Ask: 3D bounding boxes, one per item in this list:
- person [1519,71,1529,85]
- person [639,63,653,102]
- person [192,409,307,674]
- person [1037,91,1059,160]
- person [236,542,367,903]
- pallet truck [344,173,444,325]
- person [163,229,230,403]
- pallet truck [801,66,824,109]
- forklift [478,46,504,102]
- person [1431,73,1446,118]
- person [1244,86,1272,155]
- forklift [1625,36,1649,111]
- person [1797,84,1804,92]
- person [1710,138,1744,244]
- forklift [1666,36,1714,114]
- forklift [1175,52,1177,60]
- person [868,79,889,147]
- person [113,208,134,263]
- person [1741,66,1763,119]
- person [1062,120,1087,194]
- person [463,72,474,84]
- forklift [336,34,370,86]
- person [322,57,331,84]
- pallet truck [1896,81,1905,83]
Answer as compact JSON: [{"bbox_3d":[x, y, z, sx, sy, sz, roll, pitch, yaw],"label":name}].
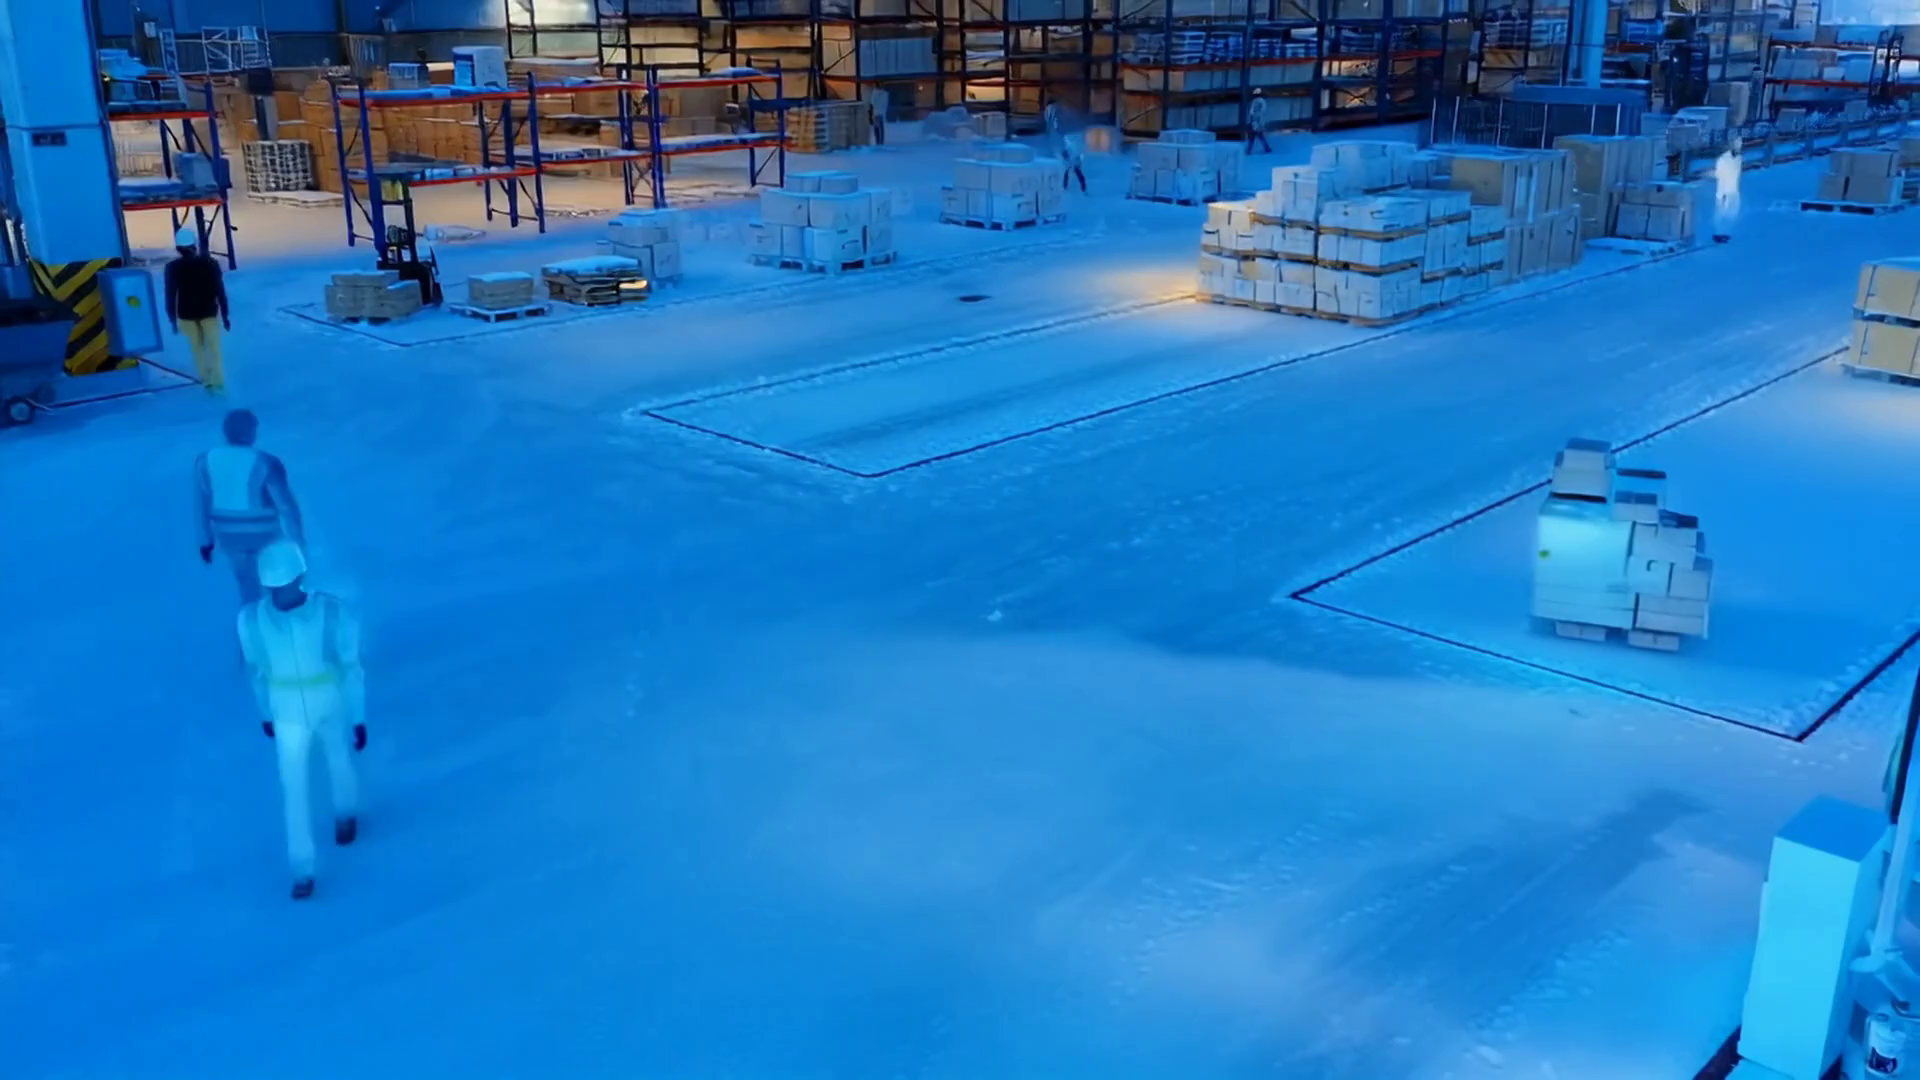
[{"bbox_3d":[20.423,-16.182,60.399,0.469,1.679,0.544,-2,19,-7],"label":"person"},{"bbox_3d":[-11.596,-16.654,61.499,0.676,1.891,0.431,8,20,23],"label":"person"},{"bbox_3d":[-4.870,-0.043,11.589,0.660,1.798,0.918,2,18,7],"label":"person"},{"bbox_3d":[2.284,-11.140,44.889,0.899,1.880,0.629,-4,19,-11],"label":"person"},{"bbox_3d":[-3.419,0.874,8.732,0.595,1.873,0.988,-5,19,-15],"label":"person"},{"bbox_3d":[-8.209,-4.181,23.757,0.823,1.965,1.885,3,19,9],"label":"pallet truck"},{"bbox_3d":[-8.627,-2.515,18.792,0.645,1.957,0.857,-6,19,-17],"label":"person"},{"bbox_3d":[-4.812,-15.182,56.903,0.823,1.965,1.885,-9,21,-26],"label":"pallet truck"},{"bbox_3d":[-14.397,-13.832,51.456,1.129,2.768,1.873,17,25,41],"label":"forklift"},{"bbox_3d":[17.376,-16.210,60.541,0.889,1.646,0.533,14,23,35],"label":"person"},{"bbox_3d":[8.495,-11.859,47.047,0.893,1.908,0.553,-6,19,-18],"label":"person"},{"bbox_3d":[25.405,-17.637,62.919,1.129,2.768,1.873,17,25,41],"label":"forklift"},{"bbox_3d":[34.992,-19.016,68.803,0.604,1.783,0.949,-16,24,-39],"label":"person"},{"bbox_3d":[14.111,-6.403,30.567,0.641,1.922,0.464,-8,20,-22],"label":"person"},{"bbox_3d":[27.341,-17.291,61.877,1.129,2.768,1.873,17,25,41],"label":"forklift"},{"bbox_3d":[7.401,-14.960,54.855,1.129,2.768,1.873,17,25,41],"label":"forklift"},{"bbox_3d":[-2.475,-12.747,49.640,0.638,1.941,0.774,-6,19,-18],"label":"person"},{"bbox_3d":[-12.297,-4.163,23.962,0.802,1.840,0.521,6,19,19],"label":"person"},{"bbox_3d":[28.250,-15.958,59.406,0.971,1.907,0.597,-1,18,-4],"label":"person"},{"bbox_3d":[2.631,-8.789,38.159,0.519,1.660,0.843,-8,20,-24],"label":"person"},{"bbox_3d":[-15.648,-13.899,53.040,0.384,1.993,0.623,17,25,41],"label":"person"},{"bbox_3d":[-23.429,-18.309,64.943,1.129,2.768,1.873,17,25,41],"label":"forklift"},{"bbox_3d":[-25.270,-18.329,66.504,0.444,1.920,0.649,-13,22,-34],"label":"person"},{"bbox_3d":[34.802,-16.331,61.455,0.653,1.274,1.630,17,25,41],"label":"pallet truck"}]
